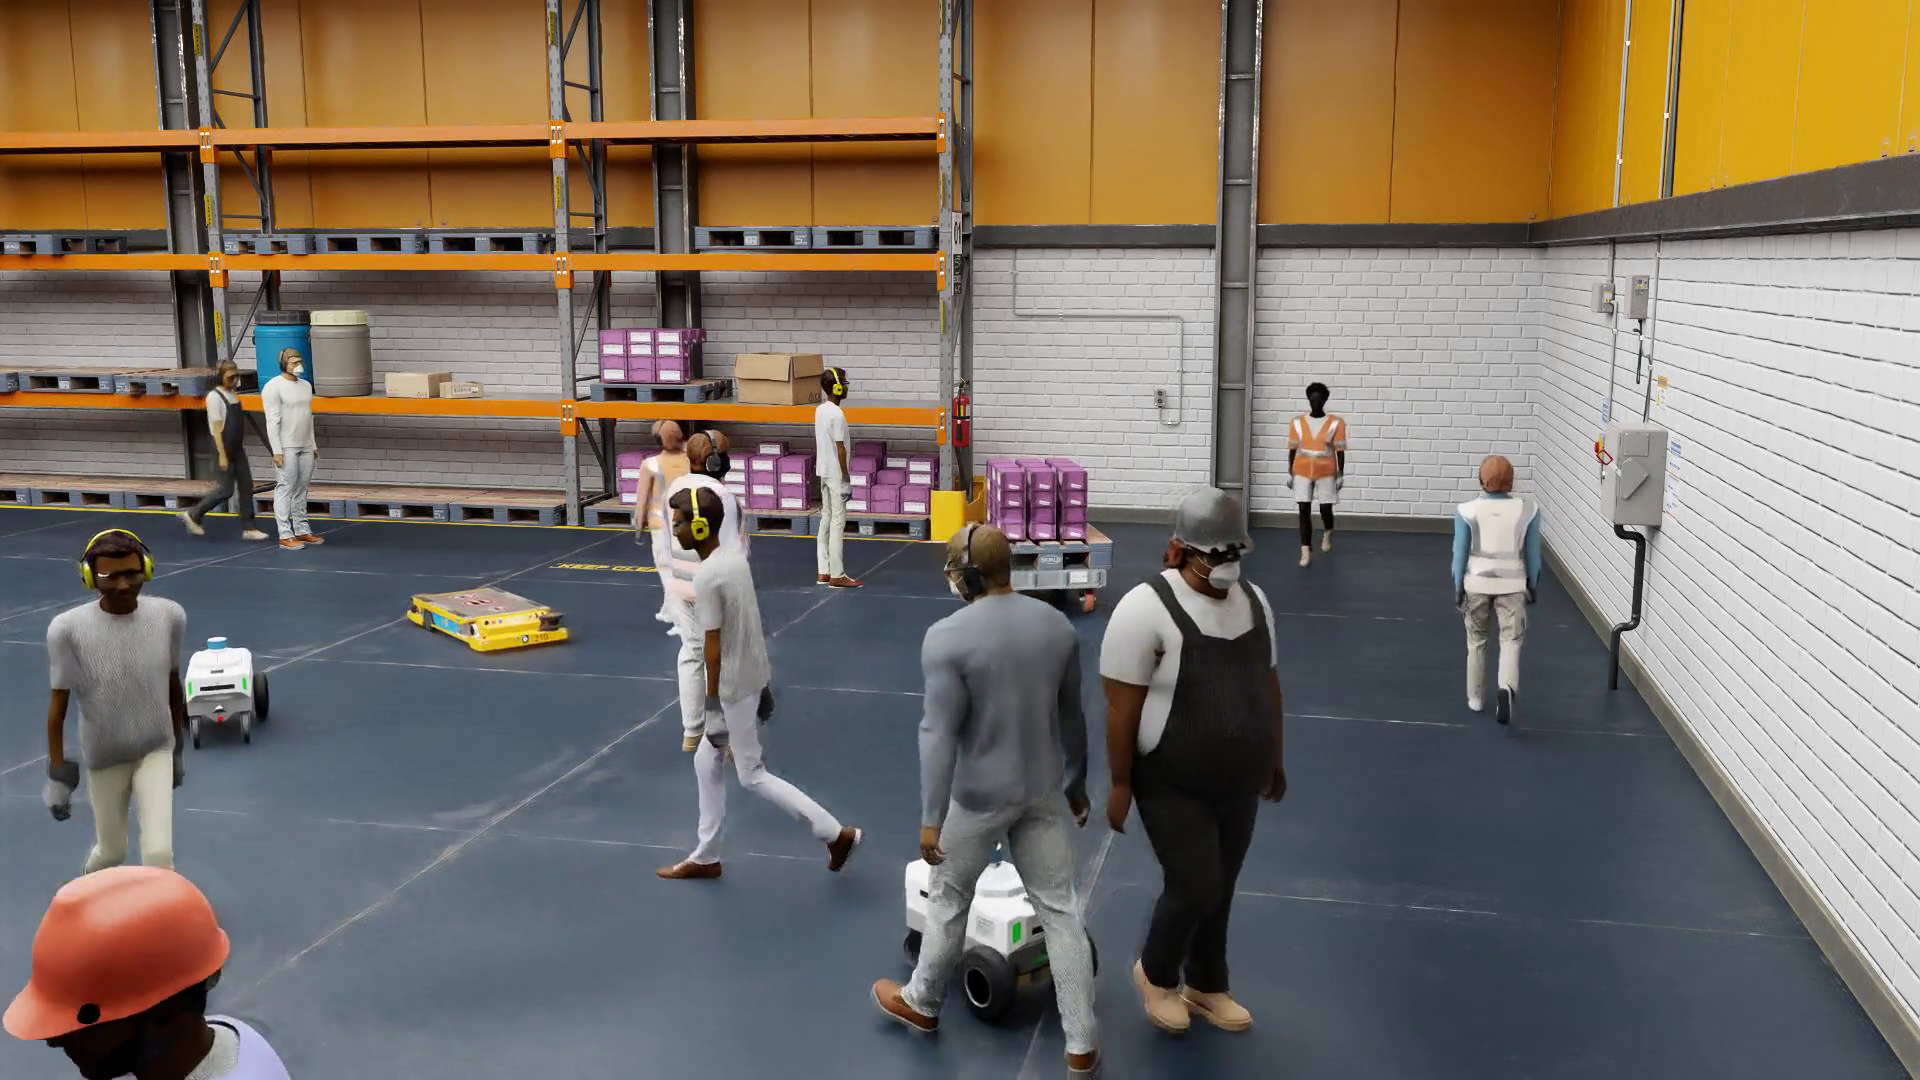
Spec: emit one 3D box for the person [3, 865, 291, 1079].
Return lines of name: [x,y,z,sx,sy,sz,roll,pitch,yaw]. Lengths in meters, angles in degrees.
person: [-1.258,1.406,2.635,0.963,1.878,0.575,-3,10,-18]

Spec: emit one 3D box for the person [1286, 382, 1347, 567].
person: [3.251,-0.610,15.177,0.539,1.682,0.523,4,10,21]

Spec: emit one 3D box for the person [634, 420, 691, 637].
person: [-2.174,-0.101,12.415,0.533,1.599,0.783,-8,12,-38]

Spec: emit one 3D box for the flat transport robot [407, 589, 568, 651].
flat transport robot: [-3.536,0.568,12.373,0.652,0.197,1.431,-8,12,-38]

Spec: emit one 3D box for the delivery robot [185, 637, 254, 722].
delivery robot: [-4.355,0.816,9.787,0.477,0.478,0.707,-4,10,-21]

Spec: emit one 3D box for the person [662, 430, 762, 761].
person: [-1.382,0.304,9.291,0.429,1.845,0.621,-9,13,-42]

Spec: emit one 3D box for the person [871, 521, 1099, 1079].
person: [0.119,0.878,5.779,0.731,1.877,0.969,-7,12,-34]

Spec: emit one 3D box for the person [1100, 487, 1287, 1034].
person: [0.881,0.787,5.843,0.784,2.000,0.537,-7,12,-34]

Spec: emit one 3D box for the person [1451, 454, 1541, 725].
person: [3.208,0.298,9.976,0.517,1.615,0.650,3,10,17]

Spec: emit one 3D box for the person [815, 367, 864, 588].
person: [-1.051,-0.529,14.130,0.328,1.876,0.514,-5,11,-29]

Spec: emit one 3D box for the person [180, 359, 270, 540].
person: [-7.278,-0.871,16.342,0.710,1.821,0.536,1,10,6]

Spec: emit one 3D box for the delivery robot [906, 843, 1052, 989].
delivery robot: [0.108,1.396,6.356,0.477,0.478,0.707,-8,12,-39]

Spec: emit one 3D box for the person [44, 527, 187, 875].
person: [-3.268,0.812,6.421,0.534,1.817,0.881,-8,12,-38]

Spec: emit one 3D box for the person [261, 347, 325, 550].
person: [-6.427,-0.886,16.058,0.373,1.940,0.628,3,10,15]

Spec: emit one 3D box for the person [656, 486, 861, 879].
person: [-0.900,0.661,7.315,0.879,1.817,0.535,1,10,4]
